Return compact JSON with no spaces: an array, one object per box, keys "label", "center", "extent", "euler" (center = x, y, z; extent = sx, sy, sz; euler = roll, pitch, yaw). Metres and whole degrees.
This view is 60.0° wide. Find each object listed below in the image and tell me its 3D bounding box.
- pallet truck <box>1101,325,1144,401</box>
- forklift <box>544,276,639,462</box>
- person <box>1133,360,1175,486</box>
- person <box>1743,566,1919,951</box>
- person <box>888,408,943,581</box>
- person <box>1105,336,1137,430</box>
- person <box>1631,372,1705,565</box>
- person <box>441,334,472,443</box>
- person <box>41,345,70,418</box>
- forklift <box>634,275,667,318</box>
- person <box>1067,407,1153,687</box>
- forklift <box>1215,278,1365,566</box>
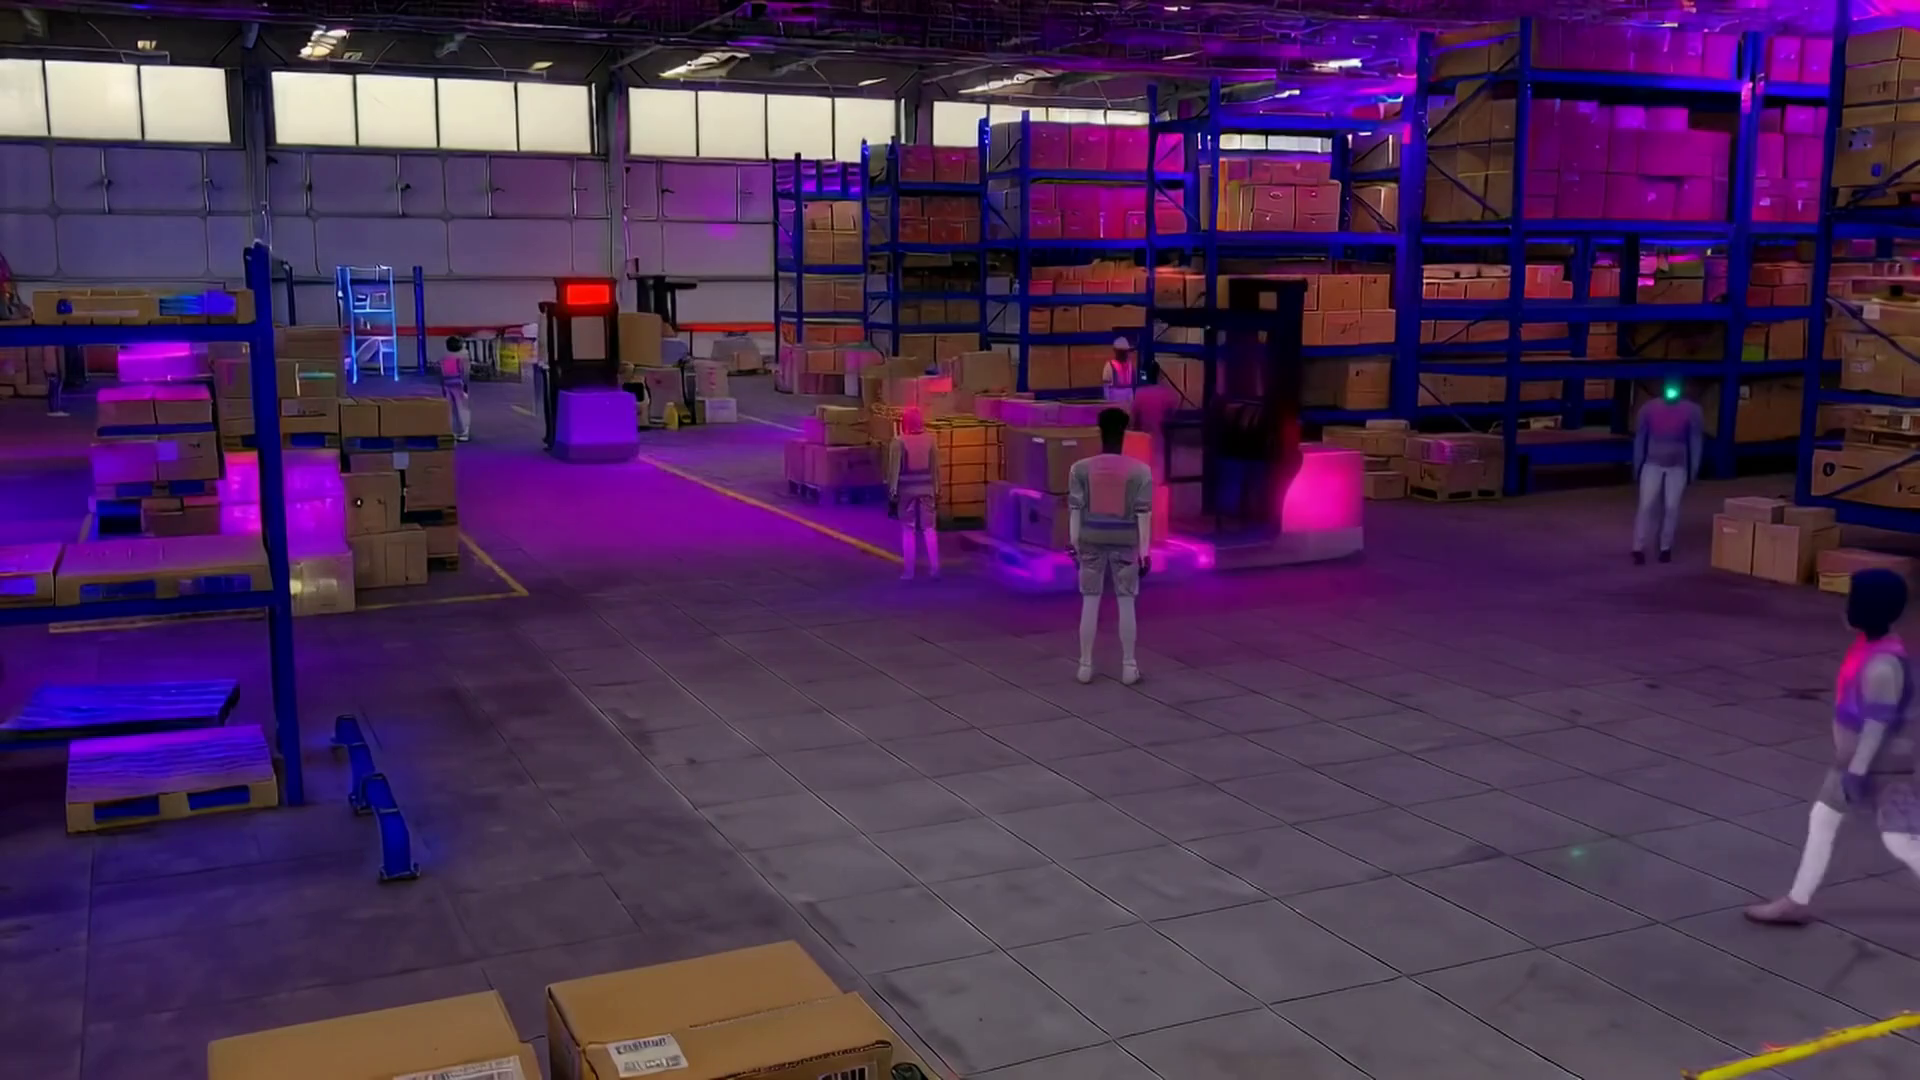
[{"label":"pallet truck","center":[2.881,-2.596,27.923],"extent":[0.823,1.965,1.885],"euler":[-1,9,-7]},{"label":"forklift","center":[-5.729,-2.675,25.681],"extent":[1.129,2.768,1.873],"euler":[-4,10,-25]},{"label":"person","center":[2.302,-1.240,19.966],"extent":[0.546,1.842,0.469],"euler":[-5,11,-30]},{"label":"person","center":[3.942,0.933,7.103],"extent":[0.889,1.655,0.541],"euler":[3,10,20]},{"label":"person","center":[-0.408,-0.421,15.567],"extent":[0.529,1.631,0.313],"euler":[-3,10,-18]},{"label":"person","center":[2.472,-2.113,25.160],"extent":[0.581,1.918,0.566],"euler":[-4,10,-23]},{"label":"person","center":[6.996,-0.706,16.451],"extent":[0.645,1.907,0.653],"euler":[5,10,26]},{"label":"person","center":[-8.578,-2.573,28.263],"extent":[0.636,1.842,0.429],"euler":[6,11,31]},{"label":"person","center":[-18.030,-3.388,33.082],"extent":[0.363,1.929,0.628],"euler":[-1,9,-9]},{"label":"forklift","center":[-7.734,-5.257,41.702],"extent":[1.873,2.768,1.129],"euler":[4,10,25]},{"label":"person","center":[1.050,0.049,11.652],"extent":[0.604,1.957,0.386],"euler":[2,9,14]},{"label":"forklift","center":[3.085,-1.248,16.830],"extent":[1.873,2.768,1.129],"euler":[-4,10,-25]}]
